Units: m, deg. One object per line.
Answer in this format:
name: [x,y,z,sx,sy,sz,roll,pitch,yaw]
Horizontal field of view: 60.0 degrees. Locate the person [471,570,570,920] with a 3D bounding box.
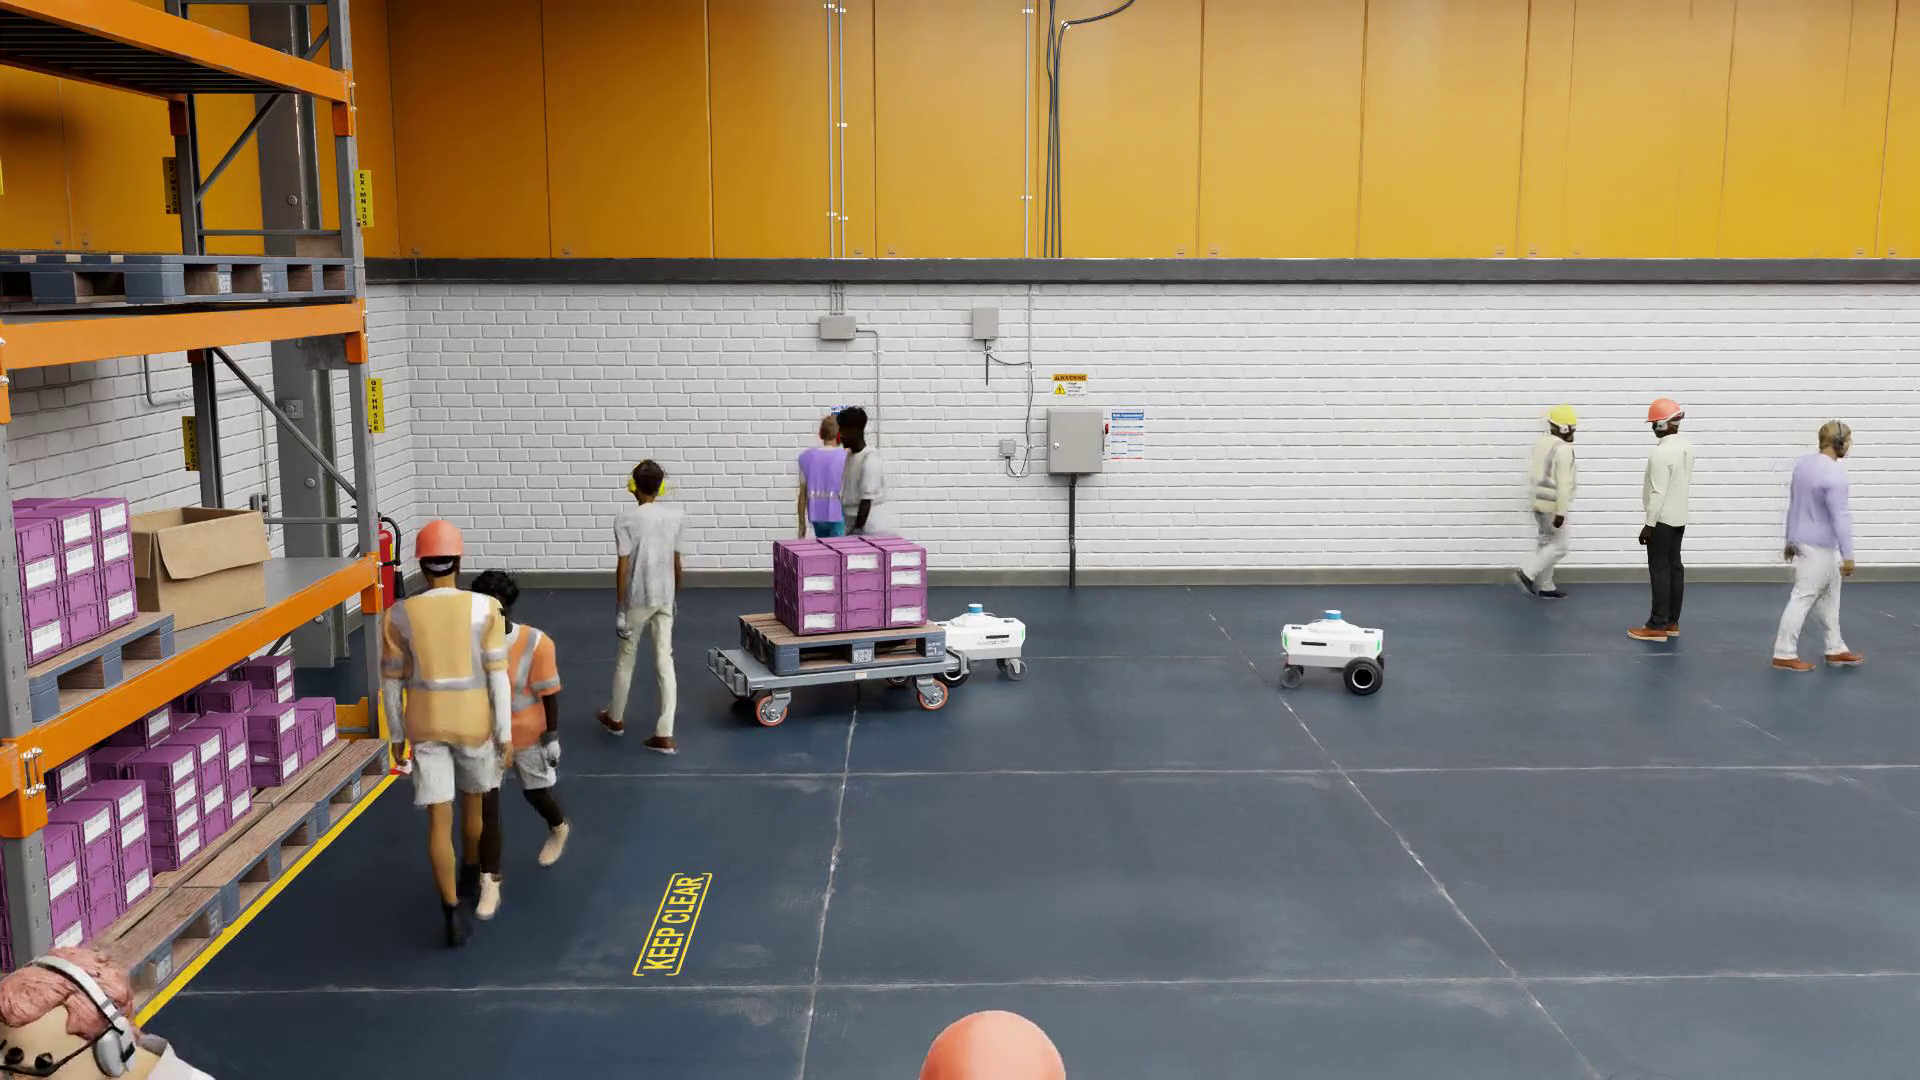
person: [-2.157,0.909,8.051,0.553,1.653,0.814,1,9,3]

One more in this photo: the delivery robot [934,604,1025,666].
delivery robot: [0.115,0.716,12.291,0.707,0.478,0.477,-2,10,-15]

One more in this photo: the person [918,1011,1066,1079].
person: [0.014,1.669,2.399,0.616,1.965,0.693,-3,10,-19]

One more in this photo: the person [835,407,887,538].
person: [-0.833,-0.099,13.338,0.486,1.936,0.621,-5,10,-26]

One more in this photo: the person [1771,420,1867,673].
person: [6.556,0.061,12.471,0.892,1.898,0.665,1,9,4]

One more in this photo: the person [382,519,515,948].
person: [-2.359,0.849,7.701,0.569,1.879,0.953,-2,10,-14]

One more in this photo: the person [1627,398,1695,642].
person: [5.746,-0.165,13.609,0.611,1.985,0.393,-9,13,-43]

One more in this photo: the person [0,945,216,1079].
person: [-1.545,1.631,2.991,0.654,1.851,0.986,5,11,29]

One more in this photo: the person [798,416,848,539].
person: [-1.042,-0.164,14.198,0.586,1.794,0.863,4,10,24]

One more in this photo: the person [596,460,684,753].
person: [-2.045,0.402,10.629,0.533,1.820,0.933,-7,12,-36]

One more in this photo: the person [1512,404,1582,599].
person: [5.343,-0.327,15.130,0.536,1.818,0.606,-1,9,-6]

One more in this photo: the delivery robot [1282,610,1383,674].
delivery robot: [2.699,0.753,12.063,0.707,0.478,0.477,3,10,15]
